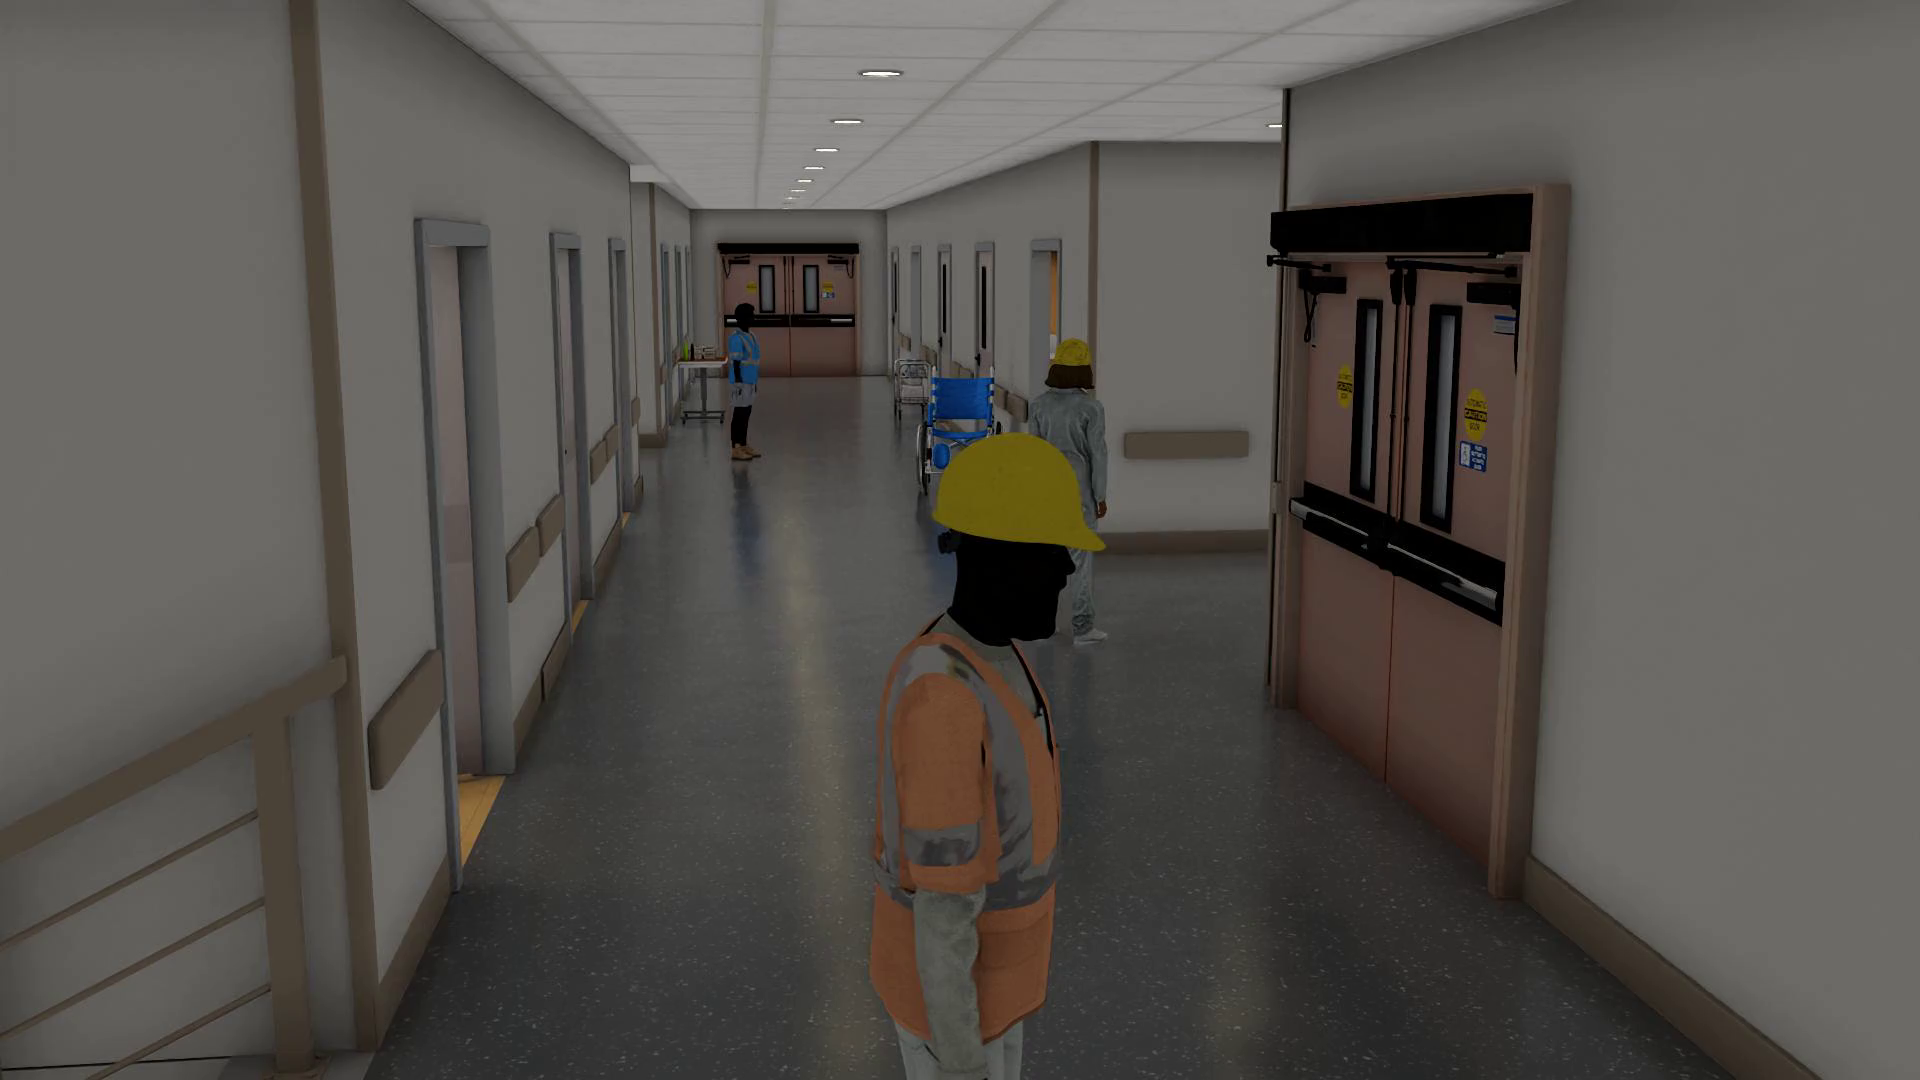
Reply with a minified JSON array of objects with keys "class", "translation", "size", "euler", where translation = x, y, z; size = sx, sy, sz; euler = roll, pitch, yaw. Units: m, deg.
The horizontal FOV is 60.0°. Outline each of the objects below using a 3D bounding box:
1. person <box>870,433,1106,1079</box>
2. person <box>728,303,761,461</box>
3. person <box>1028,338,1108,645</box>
[{"class":"person","translation":[0.048,0.767,2.935],"size":[0.393,1.918,0.585],"euler":[2,10,9]},{"class":"person","translation":[-2.330,-1.713,18.007],"size":[0.317,1.695,0.540],"euler":[2,10,12]},{"class":"person","translation":[0.626,-0.276,9.506],"size":[0.494,1.743,0.305],"euler":[6,11,31]}]
